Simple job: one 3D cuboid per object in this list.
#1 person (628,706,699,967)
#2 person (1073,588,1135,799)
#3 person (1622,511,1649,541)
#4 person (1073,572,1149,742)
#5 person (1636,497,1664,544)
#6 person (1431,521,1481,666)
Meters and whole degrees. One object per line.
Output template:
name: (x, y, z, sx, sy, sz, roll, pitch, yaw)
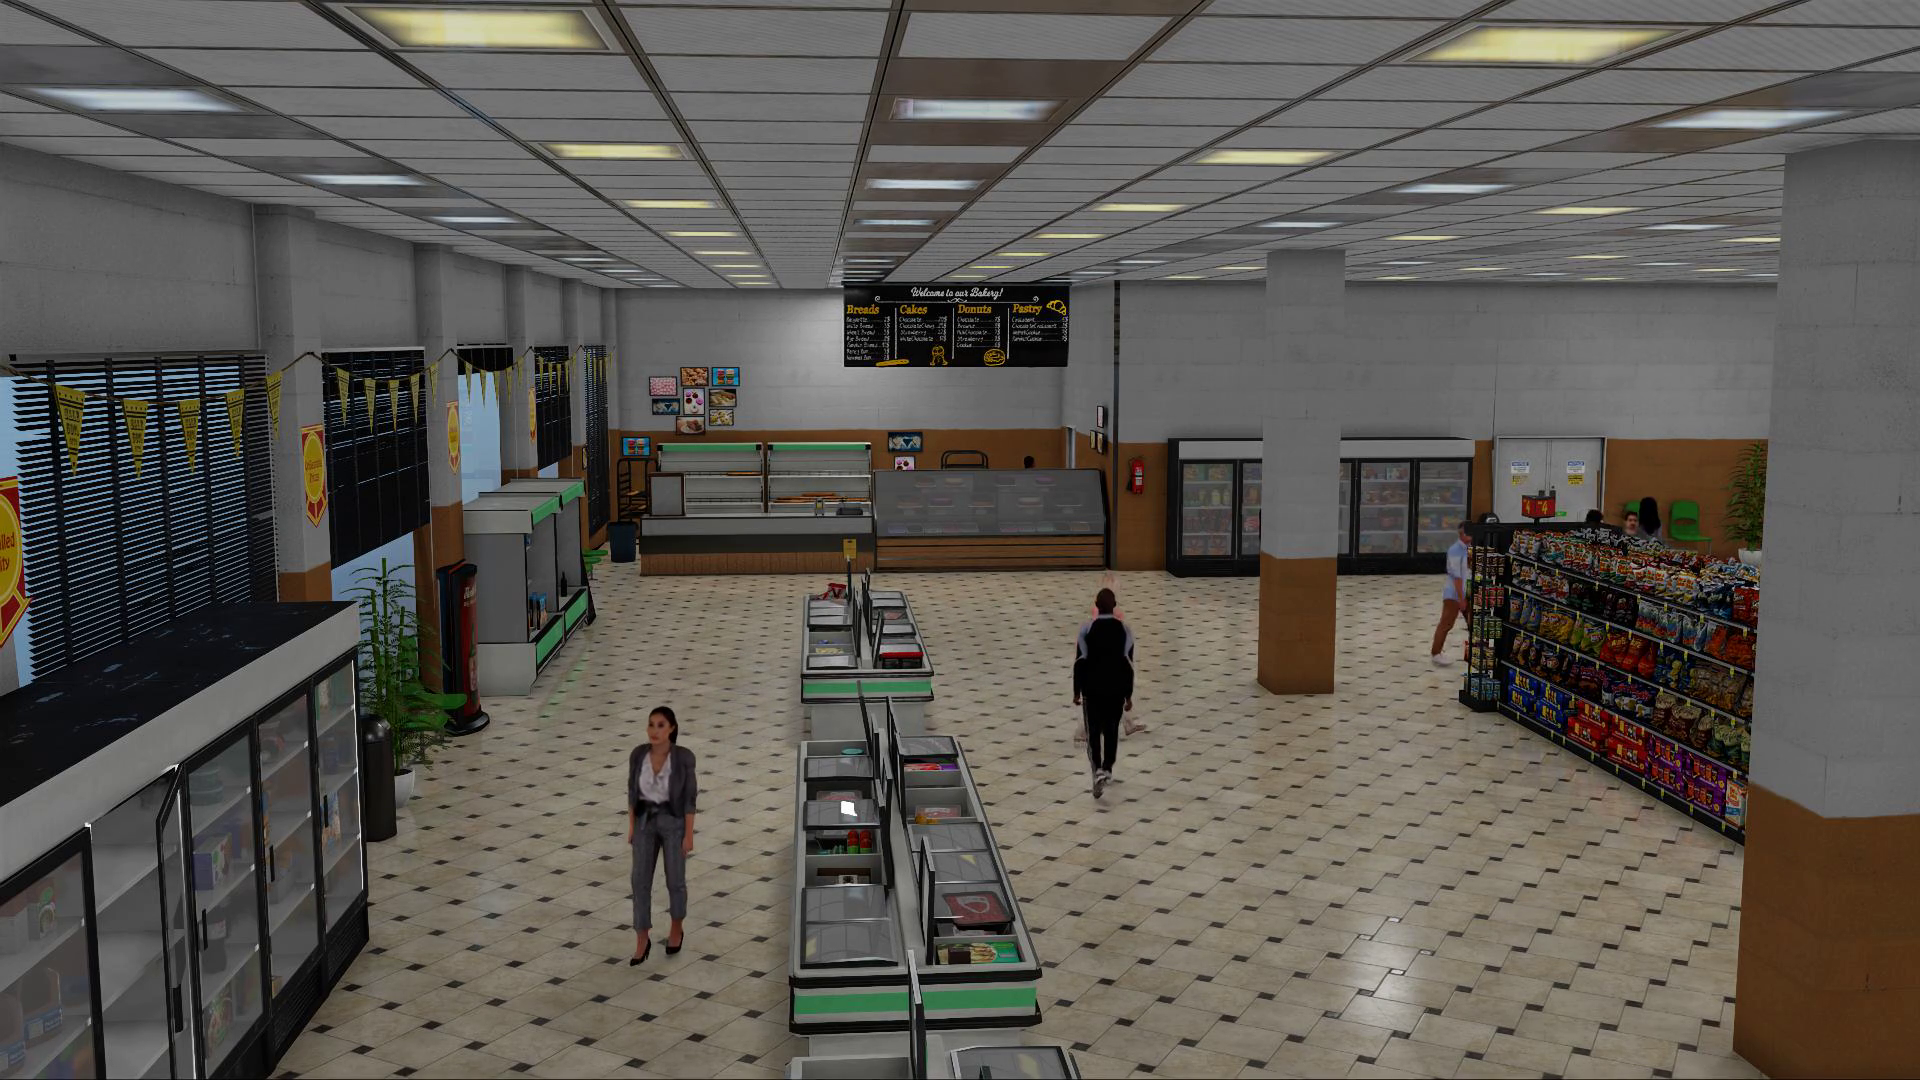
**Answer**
person: (-1.903, 1.886, 10.827, 0.753, 1.658, 0.870, 1, 7, 9)
person: (1.270, 1.345, 14.671, 0.733, 1.809, 1.135, 0, 7, -1)
person: (8.889, 0.480, 22.151, 0.674, 1.733, 0.917, 0, 7, 0)
person: (1.402, 1.199, 16.441, 0.988, 1.676, 1.159, -4, 8, -30)
person: (9.939, 0.260, 24.018, 0.626, 1.721, 0.623, 0, 7, -2)
person: (6.022, 0.675, 20.324, 1.114, 1.785, 1.224, -7, 10, -44)
